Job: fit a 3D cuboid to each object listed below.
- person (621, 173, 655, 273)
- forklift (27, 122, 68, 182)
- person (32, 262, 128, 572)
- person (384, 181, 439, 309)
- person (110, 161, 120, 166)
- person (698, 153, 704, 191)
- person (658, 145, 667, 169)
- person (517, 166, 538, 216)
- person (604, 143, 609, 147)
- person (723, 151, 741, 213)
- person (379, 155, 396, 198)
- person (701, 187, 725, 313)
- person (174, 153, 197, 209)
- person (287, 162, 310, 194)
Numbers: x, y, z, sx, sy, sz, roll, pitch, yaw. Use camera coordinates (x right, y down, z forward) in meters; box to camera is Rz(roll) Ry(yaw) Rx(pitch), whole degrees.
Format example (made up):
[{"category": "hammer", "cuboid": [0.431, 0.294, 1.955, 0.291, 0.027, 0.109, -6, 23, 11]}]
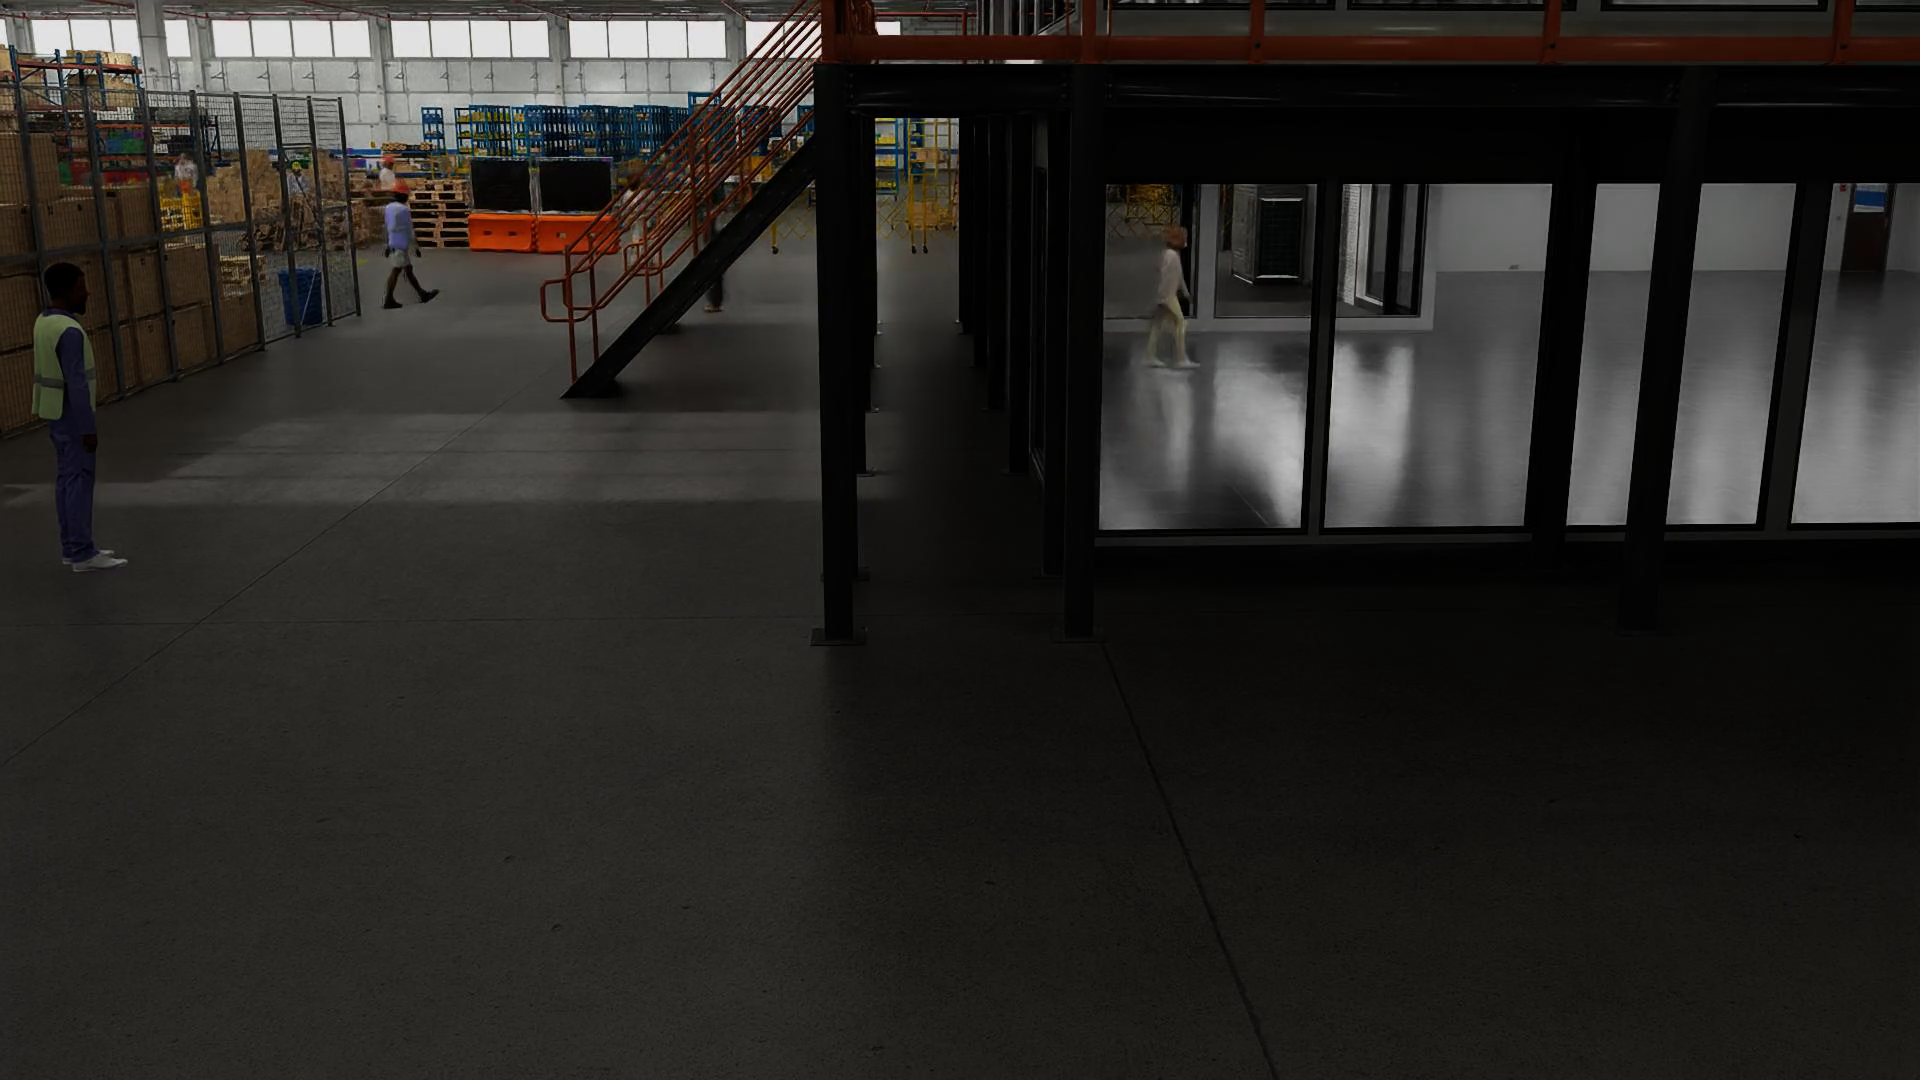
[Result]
[{"category": "person", "cuboid": [-6.003, -5.908, 31.045, 0.582, 1.858, 0.873, 8, 16, 30]}, {"category": "forklift", "cuboid": [-35.376, -14.773, 64.377, 1.129, 2.768, 1.873, -1, 14, -2]}, {"category": "person", "cuboid": [-5.513, -0.751, 10.308, 0.384, 1.912, 0.593, -12, 19, -40]}, {"category": "person", "cuboid": [-8.390, -4.476, 25.240, 1.008, 1.879, 0.548, -14, 19, -43]}, {"category": "person", "cuboid": [-40.375, -17.985, 79.538, 0.521, 1.729, 0.875, -1, 14, -5]}, {"category": "person", "cuboid": [-8.271, -11.211, 51.957, 0.991, 2.002, 0.608, -1, 14, -5]}, {"category": "person", "cuboid": [-13.595, -17.203, 76.322, 0.949, 1.789, 0.599, -5, 15, -20]}, {"category": "person", "cuboid": [-10.325, -8.048, 39.805, 0.493, 1.743, 0.295, -6, 15, -24]}, {"category": "person", "cuboid": [-19.463, -21.090, 91.880, 0.976, 1.782, 0.685, 12, 19, 41]}, {"category": "person", "cuboid": [-7.106, -11.210, 52.138, 0.975, 1.883, 0.572, 0, 14, 1]}, {"category": "person", "cuboid": [-14.002, -8.429, 40.839, 0.441, 1.978, 0.652, 2, 14, 9]}, {"category": "person", "cuboid": [-3.671, -4.259, 24.469, 0.432, 1.834, 0.551, -13, 19, -42]}, {"category": "person", "cuboid": [-23.458, -10.755, 50.325, 0.667, 1.888, 0.436, 1, 14, 5]}, {"category": "person", "cuboid": [-16.195, -8.335, 40.772, 0.587, 1.833, 0.404, -12, 18, -39]}]
